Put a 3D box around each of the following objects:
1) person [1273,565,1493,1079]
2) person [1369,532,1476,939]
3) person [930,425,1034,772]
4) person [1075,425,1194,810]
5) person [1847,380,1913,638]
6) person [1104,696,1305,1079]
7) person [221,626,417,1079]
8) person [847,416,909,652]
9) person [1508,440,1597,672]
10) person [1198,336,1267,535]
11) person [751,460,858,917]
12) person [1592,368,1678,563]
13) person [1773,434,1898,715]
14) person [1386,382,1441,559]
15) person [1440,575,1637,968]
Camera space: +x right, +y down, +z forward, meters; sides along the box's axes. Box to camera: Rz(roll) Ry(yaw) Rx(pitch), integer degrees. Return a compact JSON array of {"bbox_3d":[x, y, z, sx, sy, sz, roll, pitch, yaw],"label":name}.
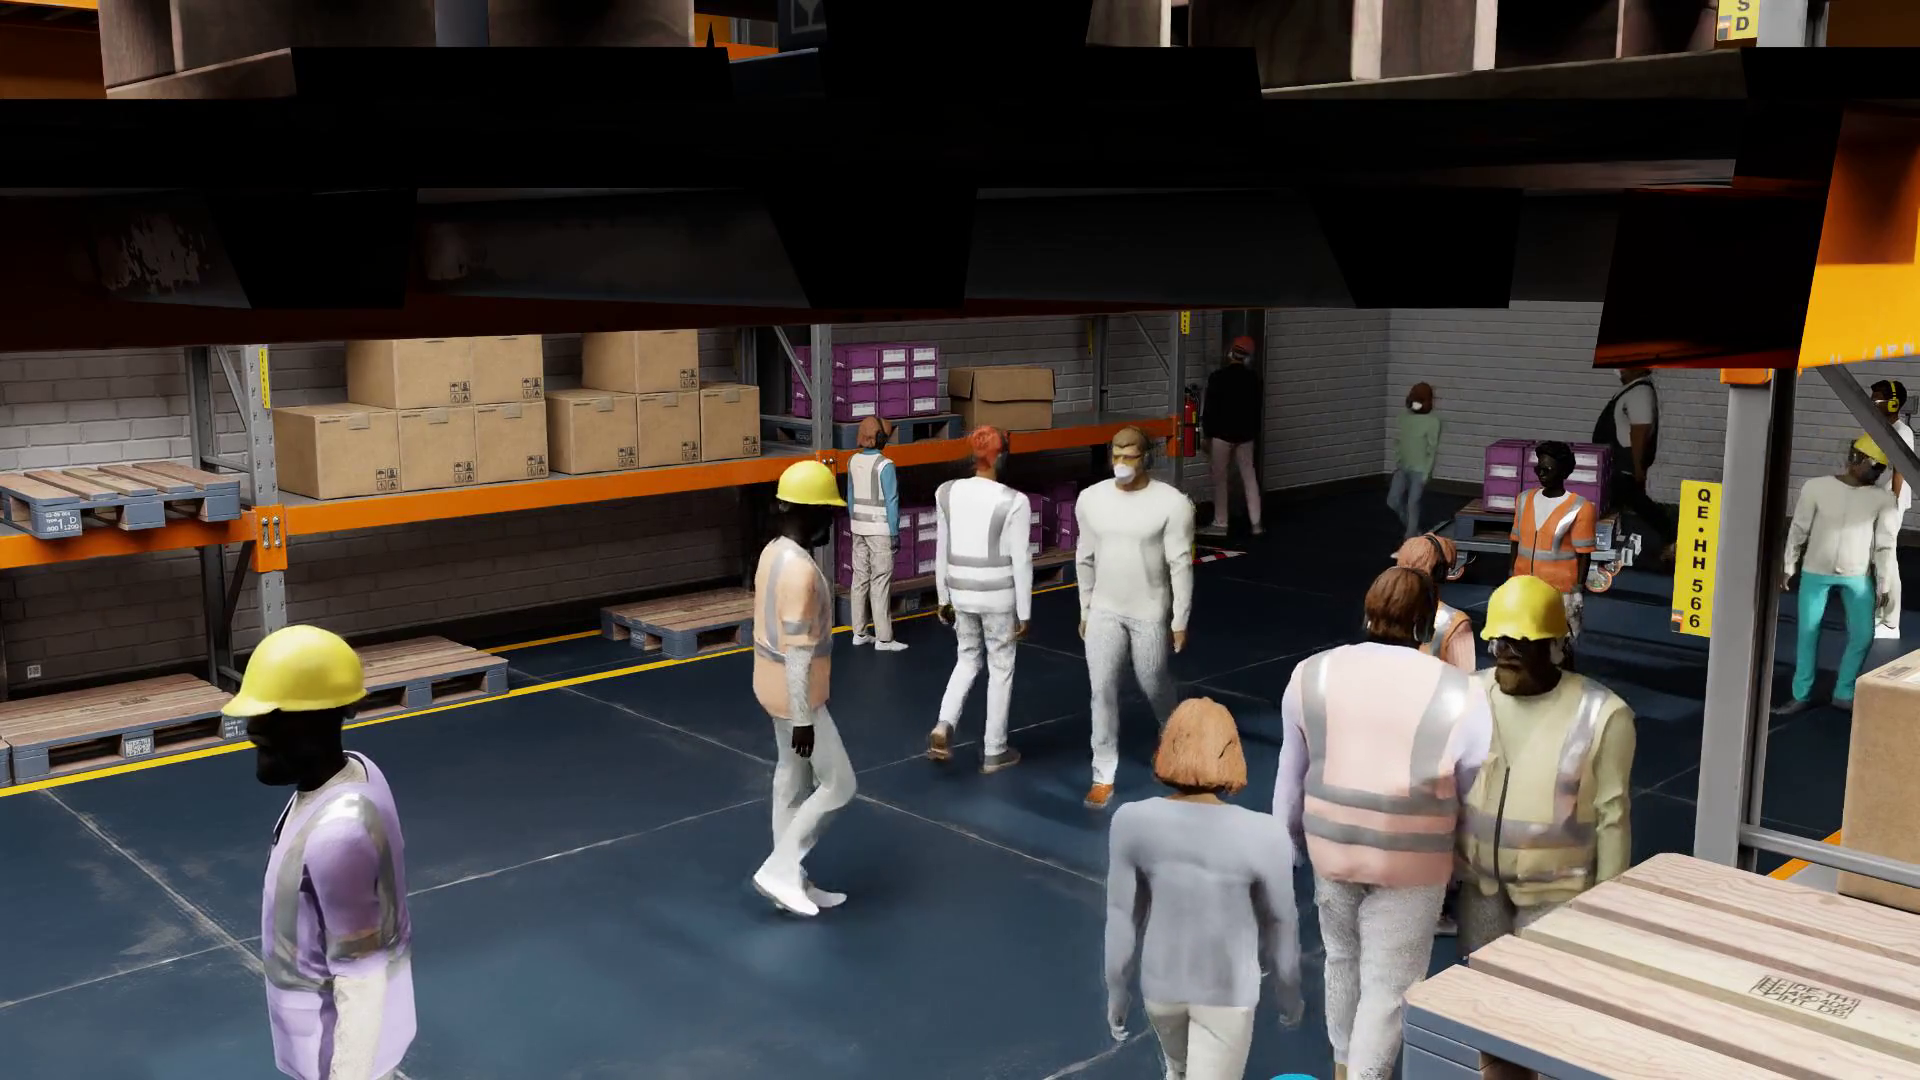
[{"bbox_3d":[1.338,0.965,5.171,0.635,1.805,0.865,6,11,31],"label":"person"},{"bbox_3d":[1.847,0.787,6.706,0.307,1.641,0.514,-7,12,-37],"label":"person"},{"bbox_3d":[0.105,0.328,8.726,0.593,1.865,0.548,6,11,31],"label":"person"},{"bbox_3d":[0.911,0.351,8.507,0.639,1.913,0.904,5,11,25],"label":"person"},{"bbox_3d":[6.648,-0.219,11.967,0.323,1.862,0.510,3,10,16],"label":"person"},{"bbox_3d":[0.618,1.209,4.405,0.497,1.596,0.863,6,11,31],"label":"person"},{"bbox_3d":[-1.434,1.138,3.803,0.367,1.927,0.594,-4,10,-22],"label":"person"},{"bbox_3d":[-0.595,-0.039,11.551,0.309,1.638,0.511,-8,13,-41],"label":"person"},{"bbox_3d":[3.370,0.271,9.553,0.320,1.698,0.531,-8,12,-38],"label":"person"},{"bbox_3d":[2.712,-1.000,16.242,0.710,1.959,0.532,-4,11,-23],"label":"person"},{"bbox_3d":[-0.639,0.627,6.836,0.411,1.912,0.616,-3,10,-15],"label":"person"},{"bbox_3d":[6.003,-0.779,14.703,0.901,2.000,0.687,4,11,23],"label":"person"},{"bbox_3d":[5.183,0.222,9.798,0.615,1.727,0.345,4,10,21],"label":"person"},{"bbox_3d":[4.097,-0.619,14.969,0.366,1.616,0.537,-6,11,-30],"label":"person"},{"bbox_3d":[1.681,0.993,4.981,0.611,1.813,0.440,9,13,42],"label":"person"}]
